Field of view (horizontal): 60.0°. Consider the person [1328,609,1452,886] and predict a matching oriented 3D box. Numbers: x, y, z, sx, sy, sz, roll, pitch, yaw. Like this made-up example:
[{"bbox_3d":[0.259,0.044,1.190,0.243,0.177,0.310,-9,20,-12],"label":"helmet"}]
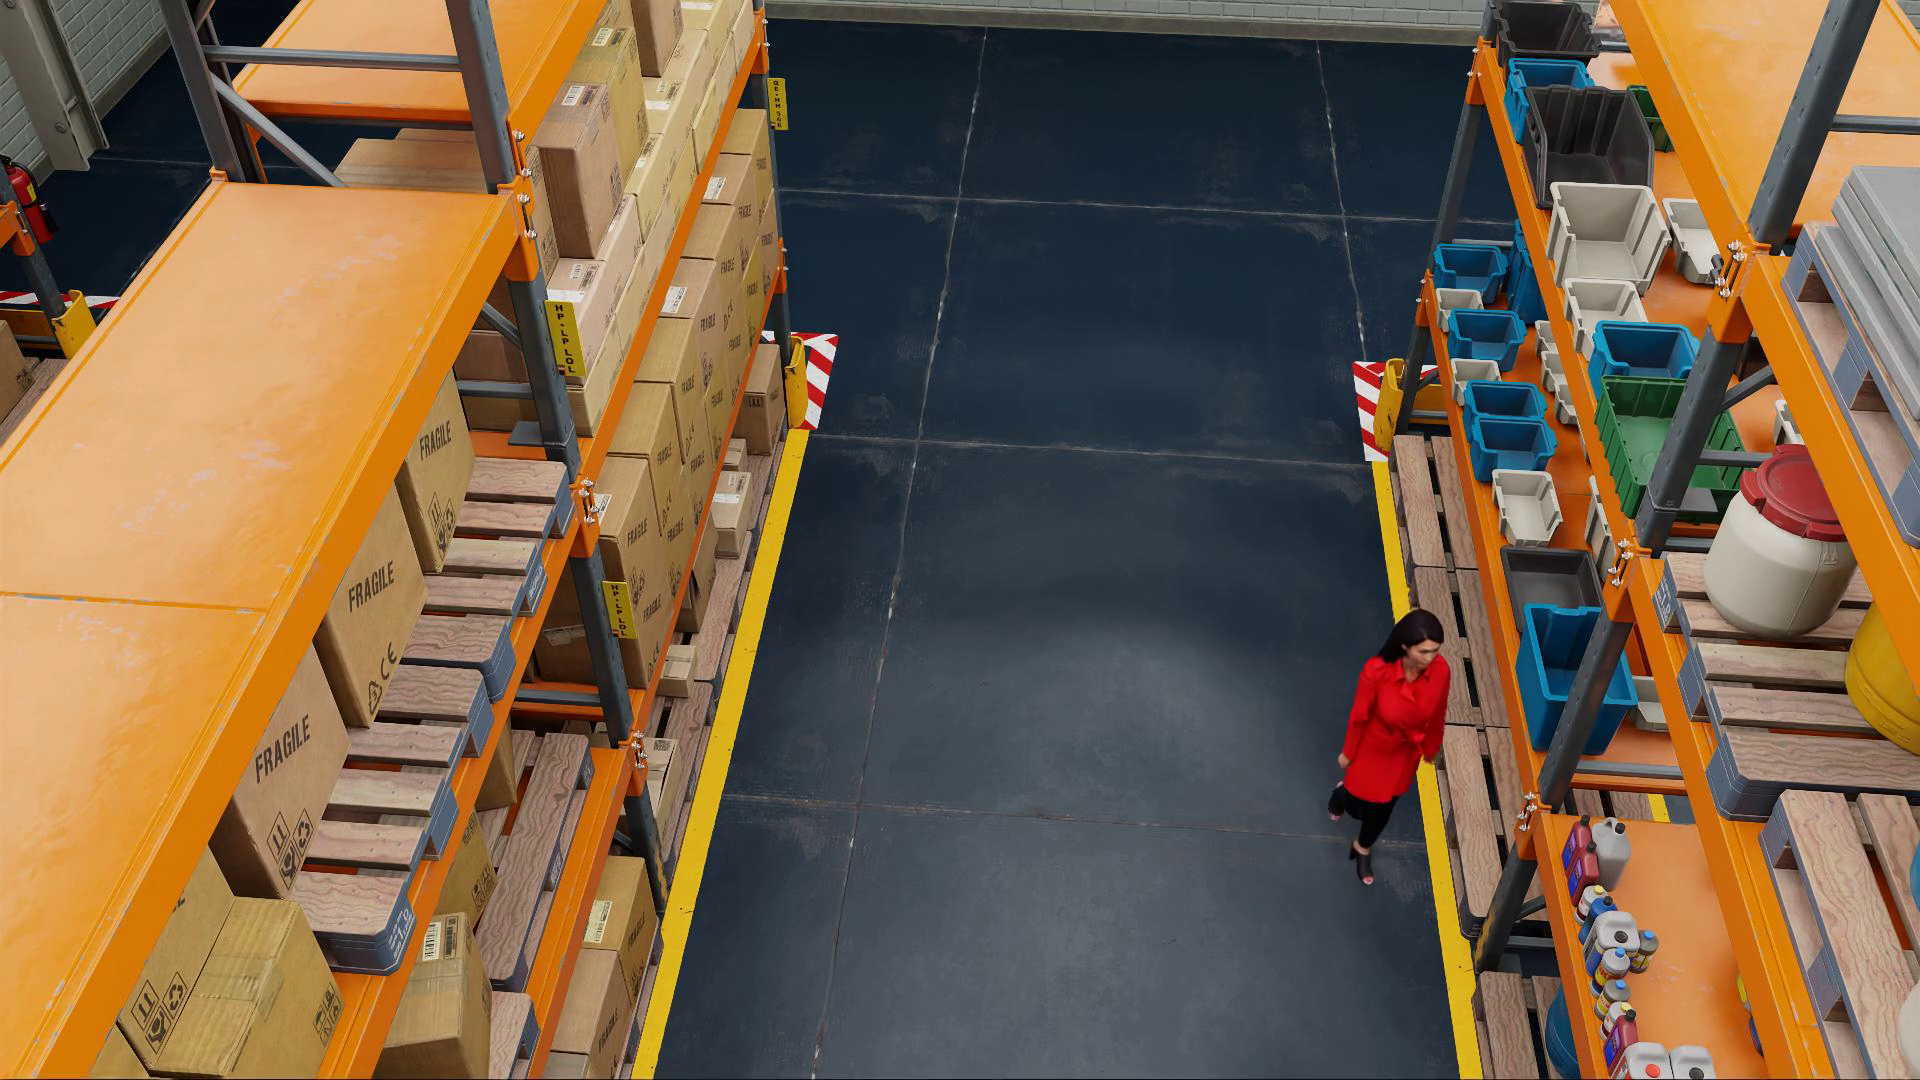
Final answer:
[{"bbox_3d":[2.001,0.941,7.929,0.720,1.737,0.809,-6,43,-6],"label":"person"}]
